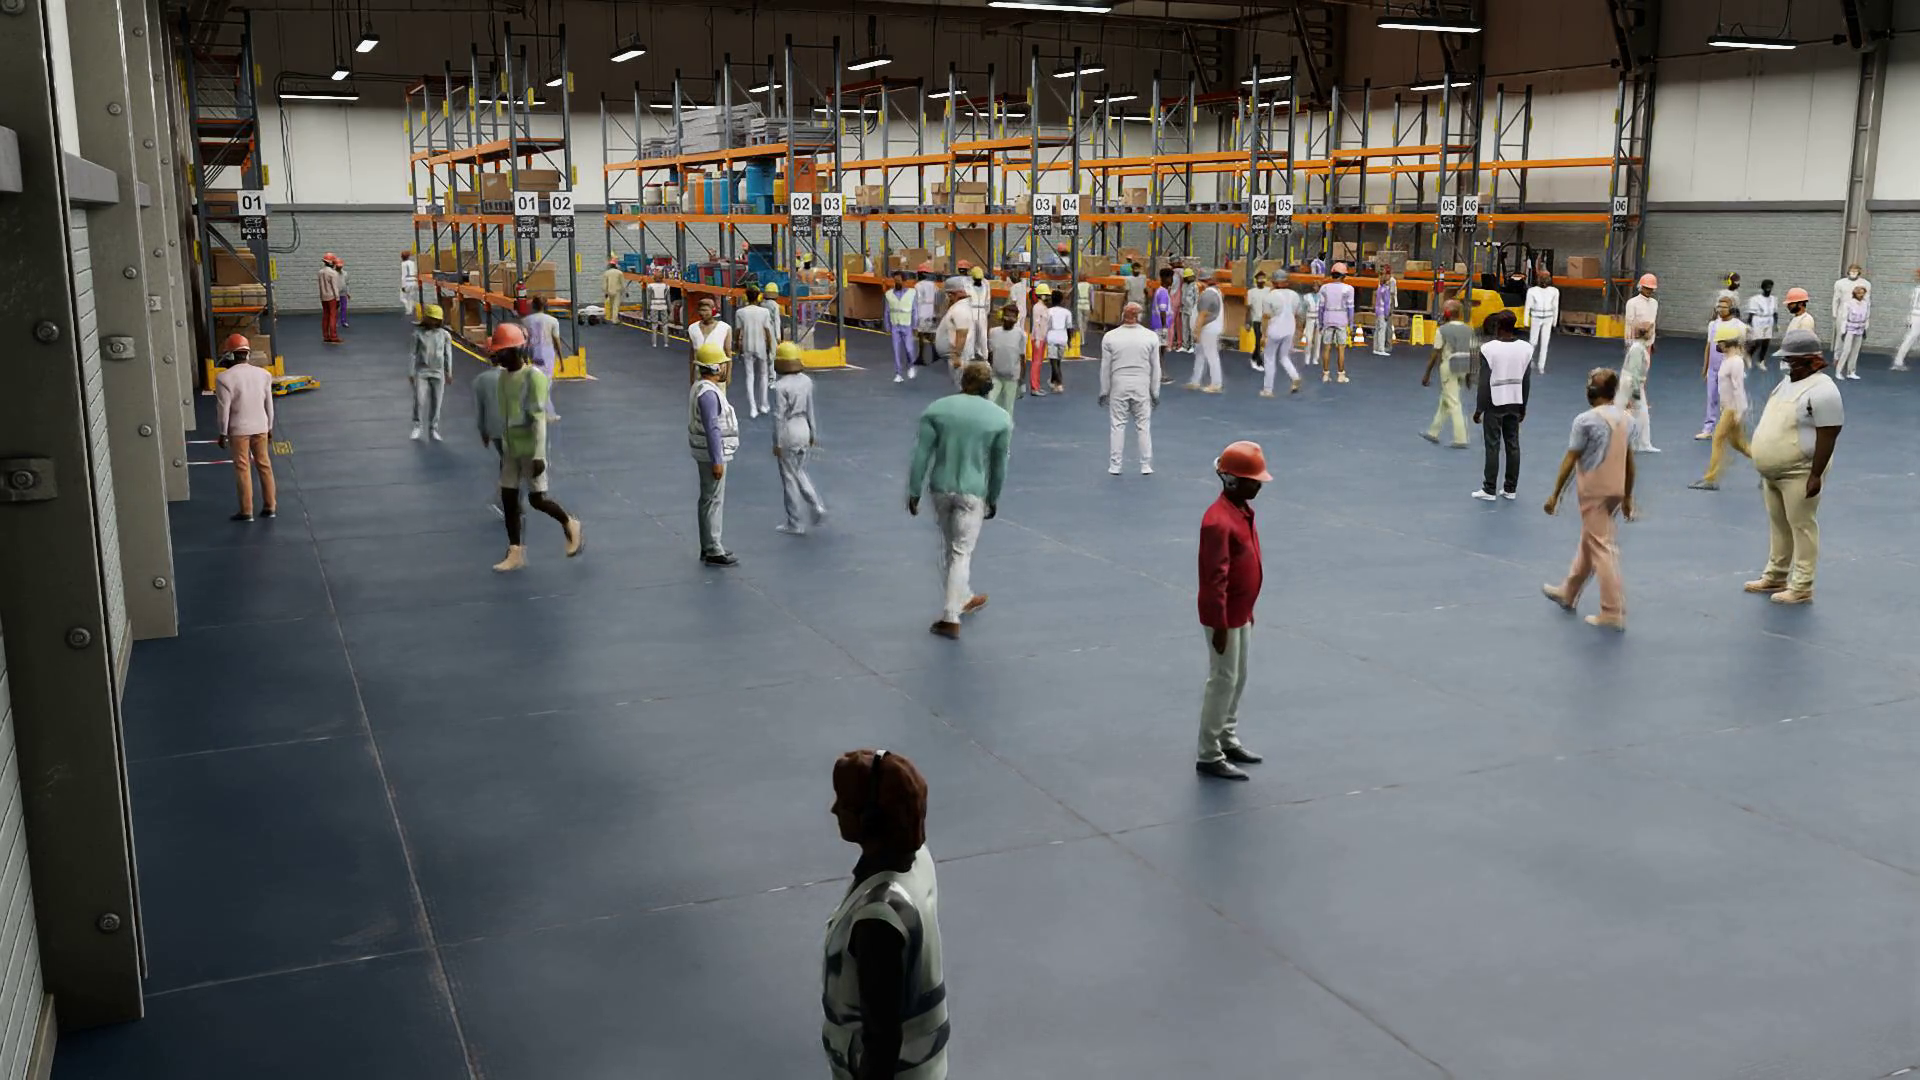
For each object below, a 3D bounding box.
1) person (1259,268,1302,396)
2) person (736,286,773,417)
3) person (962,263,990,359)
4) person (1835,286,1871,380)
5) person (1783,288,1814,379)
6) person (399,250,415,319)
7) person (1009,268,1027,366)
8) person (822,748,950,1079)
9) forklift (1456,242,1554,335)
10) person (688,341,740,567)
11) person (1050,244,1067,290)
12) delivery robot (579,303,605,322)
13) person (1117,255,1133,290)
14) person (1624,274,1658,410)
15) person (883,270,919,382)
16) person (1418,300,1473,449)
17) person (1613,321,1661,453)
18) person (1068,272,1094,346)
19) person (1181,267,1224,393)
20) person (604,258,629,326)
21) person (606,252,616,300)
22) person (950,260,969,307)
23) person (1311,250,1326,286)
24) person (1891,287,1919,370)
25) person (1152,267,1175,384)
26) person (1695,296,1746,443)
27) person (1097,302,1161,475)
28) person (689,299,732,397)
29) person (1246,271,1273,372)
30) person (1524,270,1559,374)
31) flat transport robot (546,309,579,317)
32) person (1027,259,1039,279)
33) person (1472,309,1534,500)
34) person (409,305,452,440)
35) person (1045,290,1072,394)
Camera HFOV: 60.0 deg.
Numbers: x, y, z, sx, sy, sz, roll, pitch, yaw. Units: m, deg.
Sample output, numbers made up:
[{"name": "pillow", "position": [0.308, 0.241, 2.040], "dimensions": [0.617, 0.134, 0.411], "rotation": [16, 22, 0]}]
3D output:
[{"name": "person", "position": [5.009, -3.260, 26.101], "dimensions": [0.694, 2.000, 0.668], "rotation": [-5, 12, -26]}, {"name": "person", "position": [-2.921, -2.700, 23.759], "dimensions": [0.554, 1.838, 0.859], "rotation": [0, 11, 0]}, {"name": "person", "position": [0.287, -4.528, 32.914], "dimensions": [0.664, 1.898, 0.408], "rotation": [-2, 11, -12]}, {"name": "person", "position": [15.454, -3.582, 28.784], "dimensions": [0.524, 1.623, 0.361], "rotation": [-2, 11, -10]}, {"name": "person", "position": [10.709, -2.265, 21.355], "dimensions": [0.390, 1.923, 0.549], "rotation": [2, 11, 10]}, {"name": "person", "position": [-14.986, -6.911, 45.064], "dimensions": [0.415, 1.880, 0.601], "rotation": [3, 11, 14]}, {"name": "person", "position": [1.065, -4.182, 31.285], "dimensions": [0.345, 1.845, 0.508], "rotation": [6, 13, 29]}, {"name": "person", "position": [-0.177, 1.289, 3.998], "dimensions": [0.310, 1.642, 0.514], "rotation": [1, 11, 6]}, {"name": "forklift", "position": [13.047, -6.049, 39.881], "dimensions": [2.313, 2.155, 1.214], "rotation": [-5, 12, -23]}, {"name": "person", "position": [-2.011, -0.703, 13.627], "dimensions": [0.404, 1.835, 0.599], "rotation": [-3, 12, -15]}, {"name": "person", "position": [2.981, -7.568, 48.144], "dimensions": [0.629, 1.976, 1.069], "rotation": [-8, 14, -36]}, {"name": "delivery robot", "position": [-9.490, -5.873, 42.927], "dimensions": [0.477, 0.478, 0.707], "rotation": [6, 13, 30]}, {"name": "person", "position": [4.724, -7.197, 46.995], "dimensions": [0.599, 1.676, 0.896], "rotation": [-3, 12, -16]}, {"name": "person", "position": [10.001, -2.901, 24.411], "dimensions": [0.612, 1.986, 0.401], "rotation": [-6, 13, -28]}, {"name": "person", "position": [-1.008, -3.660, 28.460], "dimensions": [0.628, 1.906, 0.439], "rotation": [3, 11, 13]}, {"name": "person", "position": [5.980, -2.046, 20.555], "dimensions": [0.572, 1.797, 0.939], "rotation": [-8, 14, -35]}, {"name": "person", "position": [8.049, -1.858, 20.100], "dimensions": [0.819, 1.599, 0.519], "rotation": [8, 13, 34]}, {"name": "person", "position": [2.629, -5.047, 36.298], "dimensions": [0.540, 1.587, 0.848], "rotation": [-2, 11, -11]}, {"name": "person", "position": [3.877, -3.391, 26.763], "dimensions": [0.864, 2.000, 0.701], "rotation": [4, 12, 21]}, {"name": "person", "position": [-8.774, -6.357, 42.644], "dimensions": [0.583, 1.720, 0.708], "rotation": [6, 13, 28]}, {"name": "person", "position": [-9.862, -7.252, 47.087], "dimensions": [0.328, 1.769, 0.526], "rotation": [2, 11, 8]}, {"name": "person", "position": [0.057, -4.702, 33.721], "dimensions": [0.546, 1.928, 0.384], "rotation": [5, 12, 22]}, {"name": "person", "position": [10.195, -7.266, 46.963], "dimensions": [0.637, 1.842, 0.429], "rotation": [-6, 13, -29]}, {"name": "person", "position": [17.642, -3.990, 30.344], "dimensions": [1.057, 1.821, 0.583], "rotation": [5, 12, 25]}, {"name": "person", "position": [3.439, -3.633, 28.187], "dimensions": [0.368, 1.961, 0.613], "rotation": [0, 11, 1]}, {"name": "person", "position": [9.599, -2.149, 20.950], "dimensions": [0.327, 1.843, 0.514], "rotation": [-7, 13, -32]}, {"name": "person", "position": [1.857, -1.654, 18.336], "dimensions": [0.719, 1.899, 0.395], "rotation": [0, 11, 2]}, {"name": "person", "position": [-3.054, -2.048, 20.465], "dimensions": [0.564, 1.837, 0.386], "rotation": [3, 12, 15]}, {"name": "person", "position": [5.509, -4.032, 30.565], "dimensions": [0.514, 1.837, 0.893], "rotation": [-2, 11, -12]}, {"name": "person", "position": [10.460, -3.930, 29.953], "dimensions": [0.578, 1.869, 0.581], "rotation": [2, 11, 9]}, {"name": "flat transport robot", "position": [-10.728, -6.232, 45.713], "dimensions": [1.431, 0.197, 0.652], "rotation": [9, 14, 38]}, {"name": "person", "position": [2.480, -8.860, 55.630], "dimensions": [0.443, 1.619, 0.517], "rotation": [11, 15, 43]}, {"name": "person", "position": [5.453, -1.354, 16.726], "dimensions": [0.590, 1.919, 0.392], "rotation": [-3, 12, -16]}, {"name": "person", "position": [-6.713, -2.119, 21.135], "dimensions": [0.526, 1.712, 0.426], "rotation": [-5, 12, -26]}, {"name": "person", "position": [1.517, -3.183, 26.694], "dimensions": [0.548, 1.643, 0.905], "rotation": [-5, 12, -23]}]
